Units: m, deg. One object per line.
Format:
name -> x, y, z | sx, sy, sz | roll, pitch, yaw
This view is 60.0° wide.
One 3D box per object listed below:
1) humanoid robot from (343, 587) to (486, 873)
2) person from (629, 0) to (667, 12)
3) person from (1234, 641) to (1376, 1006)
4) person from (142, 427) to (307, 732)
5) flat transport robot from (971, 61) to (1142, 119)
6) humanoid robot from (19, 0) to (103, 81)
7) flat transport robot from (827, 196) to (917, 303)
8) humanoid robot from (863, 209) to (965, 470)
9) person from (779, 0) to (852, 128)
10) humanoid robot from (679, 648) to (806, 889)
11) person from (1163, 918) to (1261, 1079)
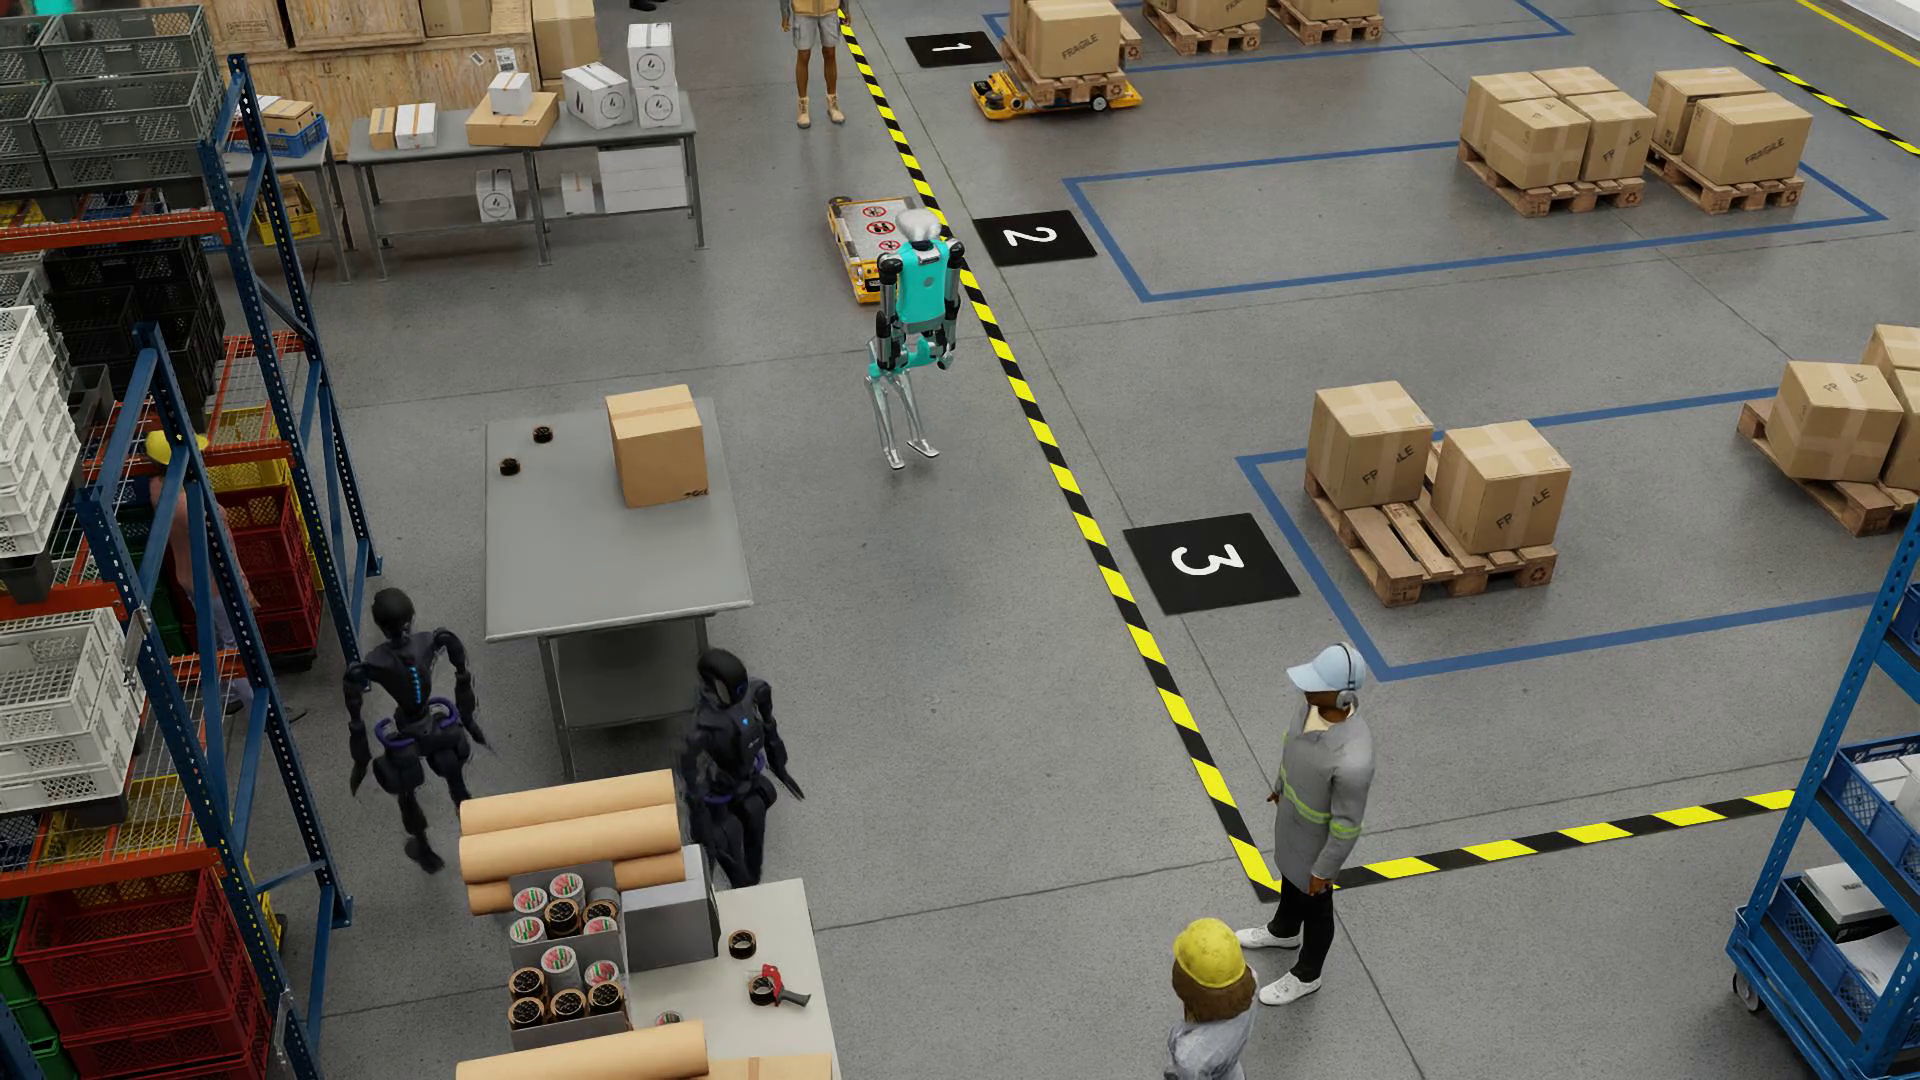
humanoid robot -> -2.343, 0.892, 7.192 | 0.609, 1.636, 0.622 | -27, 45, -32
person -> -3.217, -6.307, 16.641 | 0.381, 1.933, 0.546 | 12, 38, 15
person -> 1.397, 1.136, 6.700 | 0.367, 1.852, 0.589 | -6, 37, -8
person -> -3.601, 0.180, 8.057 | 0.524, 1.768, 0.313 | 25, 43, 29
flat transport robot -> 0.866, -4.074, 15.007 | 1.431, 0.197, 0.652 | -8, 37, -10
humanoid robot -> -7.258, -3.696, 13.305 | 0.555, 1.775, 0.962 | 1, 37, 1
flat transport robot -> -0.570, -2.220, 12.538 | 0.659, 0.231, 1.431 | -8, 37, -10
humanoid robot -> -0.344, -1.244, 9.886 | 0.533, 1.673, 0.735 | -19, 41, -23
person -> -1.227, -4.530, 14.158 | 0.615, 2.040, 0.369 | -9, 38, -12
humanoid robot -> -0.913, 1.089, 6.911 | 0.336, 1.649, 0.600 | 22, 42, 27
person -> 0.815, 1.928, 5.729 | 0.310, 1.739, 0.485 | 20, 41, 25
